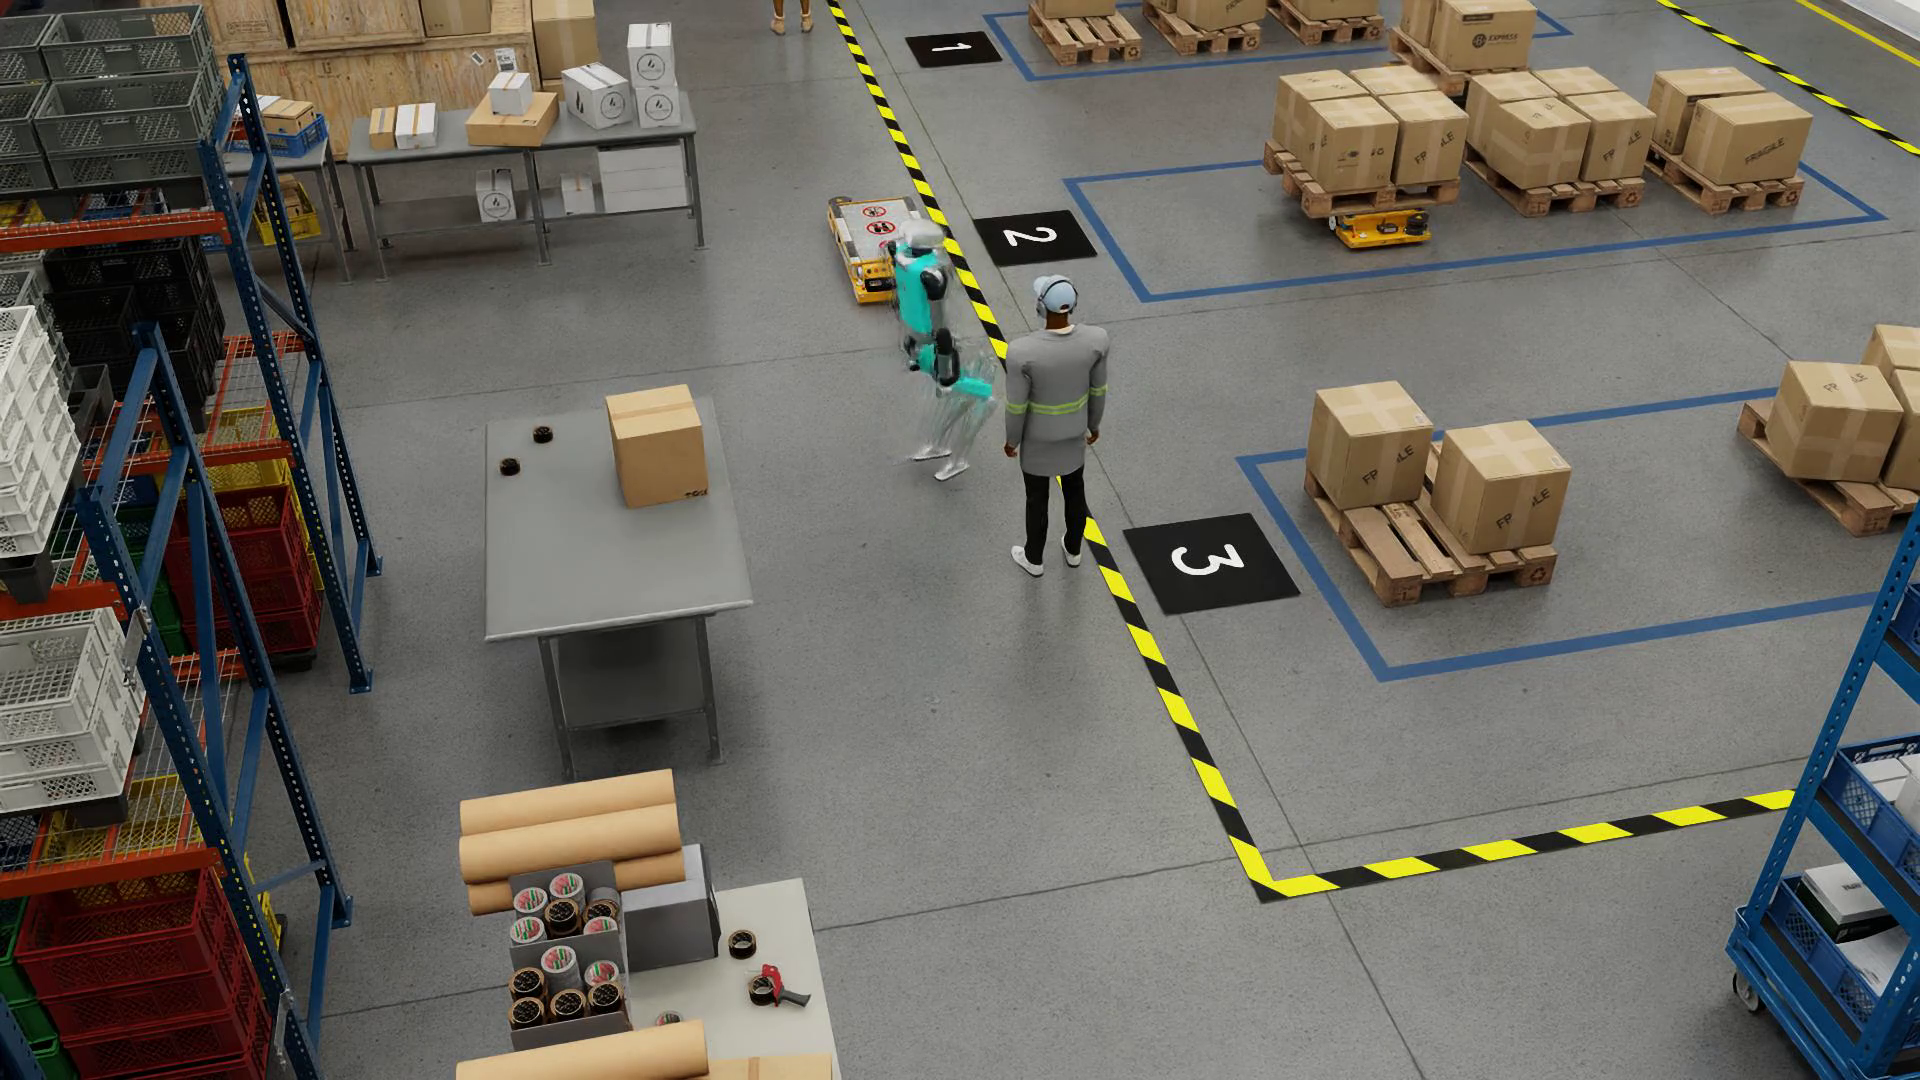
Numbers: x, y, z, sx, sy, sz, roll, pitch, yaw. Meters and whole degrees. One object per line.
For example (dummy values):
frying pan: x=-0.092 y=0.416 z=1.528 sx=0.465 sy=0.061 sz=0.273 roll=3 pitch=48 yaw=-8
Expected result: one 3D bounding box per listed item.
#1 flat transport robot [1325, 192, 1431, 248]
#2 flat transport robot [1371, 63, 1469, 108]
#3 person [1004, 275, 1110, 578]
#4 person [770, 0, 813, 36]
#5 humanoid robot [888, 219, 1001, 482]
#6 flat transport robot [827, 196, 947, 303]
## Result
flat transport robot: x=3.134 y=-2.740 z=13.213 sx=0.652 sy=0.197 sz=1.431 roll=-8 pitch=37 yaw=-10
flat transport robot: x=4.559 y=-4.207 z=15.184 sx=1.431 sy=0.197 sz=0.652 roll=-8 pitch=37 yaw=-10
person: x=0.507 y=-0.616 z=9.055 sx=0.589 sy=1.852 sz=0.368 roll=-12 pitch=38 yaw=-15
person: x=-1.697 y=-5.898 z=15.997 sx=0.605 sy=2.041 sz=0.382 roll=-7 pitch=37 yaw=-10
humanoid robot: x=-0.024 y=-1.142 z=9.745 sx=0.735 sy=1.677 sz=0.533 roll=-18 pitch=40 yaw=-23
flat transport robot: x=-0.570 y=-2.220 z=12.538 sx=0.659 sy=0.231 sz=1.431 roll=-8 pitch=37 yaw=-10
